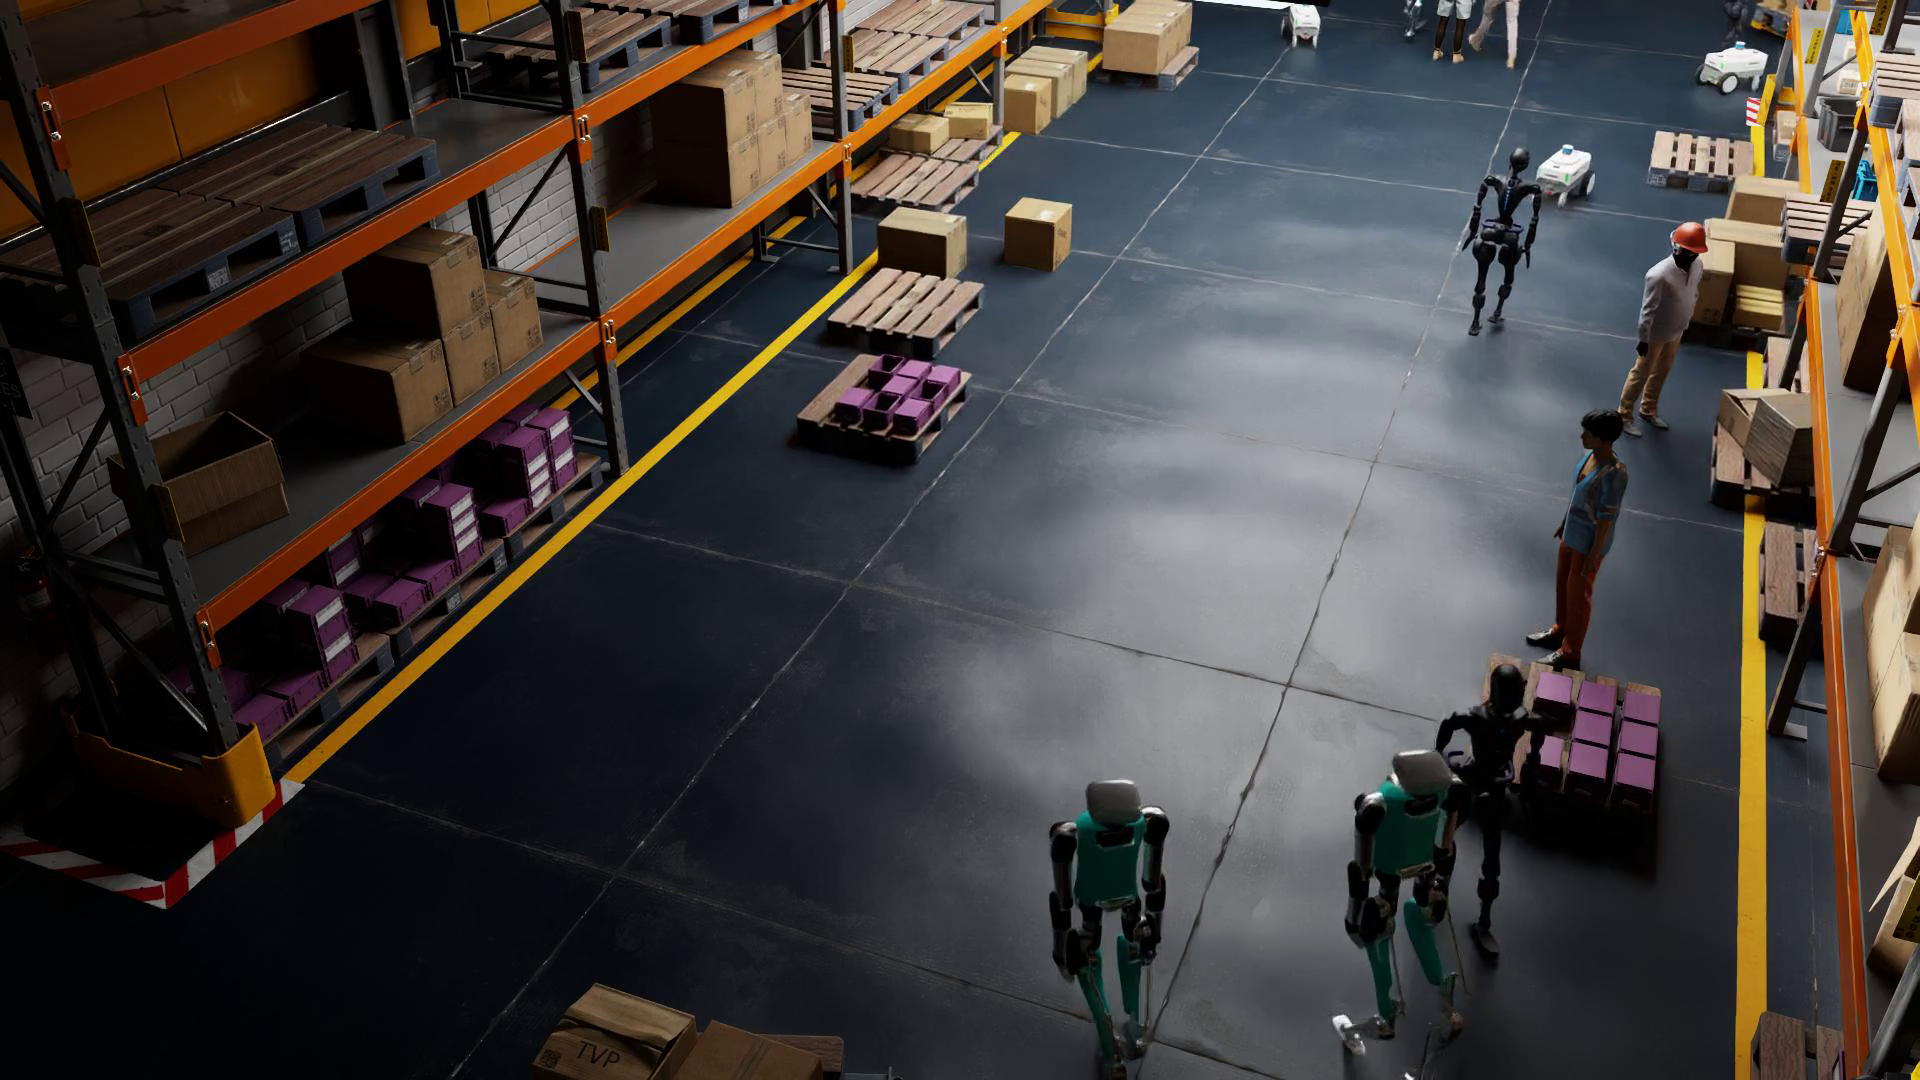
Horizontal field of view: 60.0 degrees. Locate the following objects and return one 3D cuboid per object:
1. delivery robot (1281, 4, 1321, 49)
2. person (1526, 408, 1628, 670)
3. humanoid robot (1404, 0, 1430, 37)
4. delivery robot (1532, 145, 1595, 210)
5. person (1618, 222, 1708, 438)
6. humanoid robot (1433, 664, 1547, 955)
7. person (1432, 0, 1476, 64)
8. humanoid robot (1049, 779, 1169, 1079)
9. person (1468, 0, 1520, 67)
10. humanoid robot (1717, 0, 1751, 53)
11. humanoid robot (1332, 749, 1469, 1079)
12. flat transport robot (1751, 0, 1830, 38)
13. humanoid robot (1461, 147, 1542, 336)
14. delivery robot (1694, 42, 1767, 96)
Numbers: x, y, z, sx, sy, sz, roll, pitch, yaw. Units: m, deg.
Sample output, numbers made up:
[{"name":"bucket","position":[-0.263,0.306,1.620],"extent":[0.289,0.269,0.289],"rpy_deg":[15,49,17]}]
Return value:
[{"name":"delivery robot","position":[4.517,-6.800,21.856],"extent":[0.499,0.600,0.802],"rpy_deg":[2,33,3]},{"name":"person","position":[3.822,-0.012,10.240],"extent":[0.344,1.758,0.501],"rpy_deg":[-2,33,-2]},{"name":"humanoid robot","position":[6.034,-7.342,21.587],"extent":[0.532,1.728,0.976],"rpy_deg":[27,41,35]},{"name":"delivery robot","position":[6.228,-3.783,17.178],"extent":[0.499,0.589,0.785],"rpy_deg":[22,39,30]},{"name":"person","position":[5.406,-1.612,12.730],"extent":[0.555,1.744,0.341],"rpy_deg":[-19,37,-26]},{"name":"humanoid robot","position":[2.586,1.302,8.298],"extent":[0.599,1.630,0.675],"rpy_deg":[0,33,0]},{"name":"person","position":[6.254,-6.858,20.891],"extent":[0.532,1.693,0.320],"rpy_deg":[23,39,31]},{"name":"humanoid robot","position":[0.726,1.956,7.268],"extent":[0.536,1.791,0.947],"rpy_deg":[-8,34,-13]},{"name":"person","position":[6.857,-6.913,20.992],"extent":[0.477,1.670,1.065],"rpy_deg":[-3,33,-5]},{"name":"humanoid robot","position":[9.683,-6.689,20.643],"extent":[0.463,1.646,0.613],"rpy_deg":[3,33,4]},{"name":"humanoid robot","position":[2.076,1.810,7.437],"extent":[0.530,1.764,0.808],"rpy_deg":[-11,34,-16]},{"name":"flat transport robot","position":[11.203,-6.707,21.972],"extent":[0.659,0.231,1.431],"rpy_deg":[-8,34,-13]},{"name":"humanoid robot","position":[4.627,-2.578,14.287],"extent":[0.589,1.649,0.455],"rpy_deg":[14,36,21]},{"name":"delivery robot","position":[9.413,-5.749,20.217],"extent":[0.730,0.585,0.518],"rpy_deg":[-10,34,-16]}]
